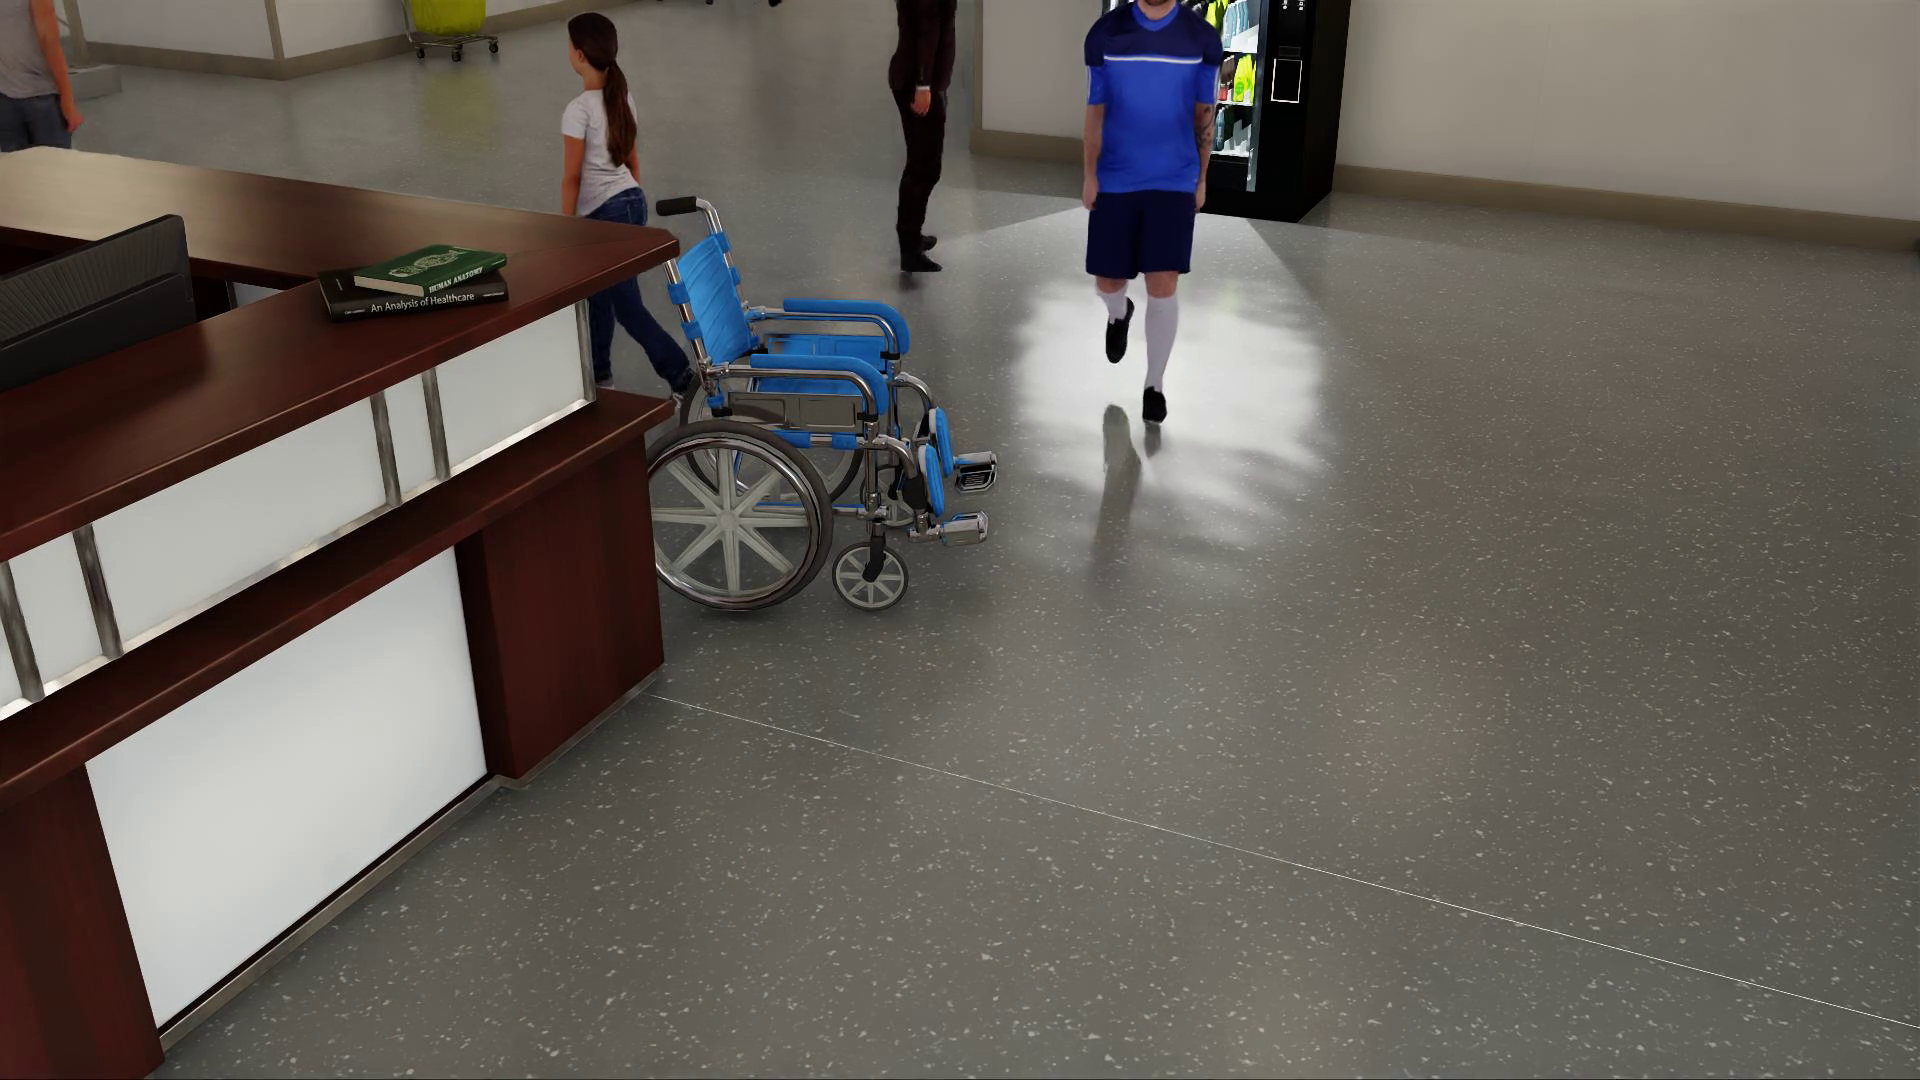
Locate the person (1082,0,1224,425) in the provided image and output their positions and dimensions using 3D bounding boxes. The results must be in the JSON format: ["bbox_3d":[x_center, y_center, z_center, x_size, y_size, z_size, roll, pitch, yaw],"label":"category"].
[{"bbox_3d":[0.730,-1.402,6.490,1.012,1.824,0.909,3,26,7],"label":"person"}]

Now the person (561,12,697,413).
[{"bbox_3d":[-1.308,-1.224,6.458,1.040,1.530,0.583,13,29,26],"label":"person"}]

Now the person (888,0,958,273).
[{"bbox_3d":[-0.216,-2.263,8.256,0.948,1.839,0.930,-2,26,-5],"label":"person"}]
